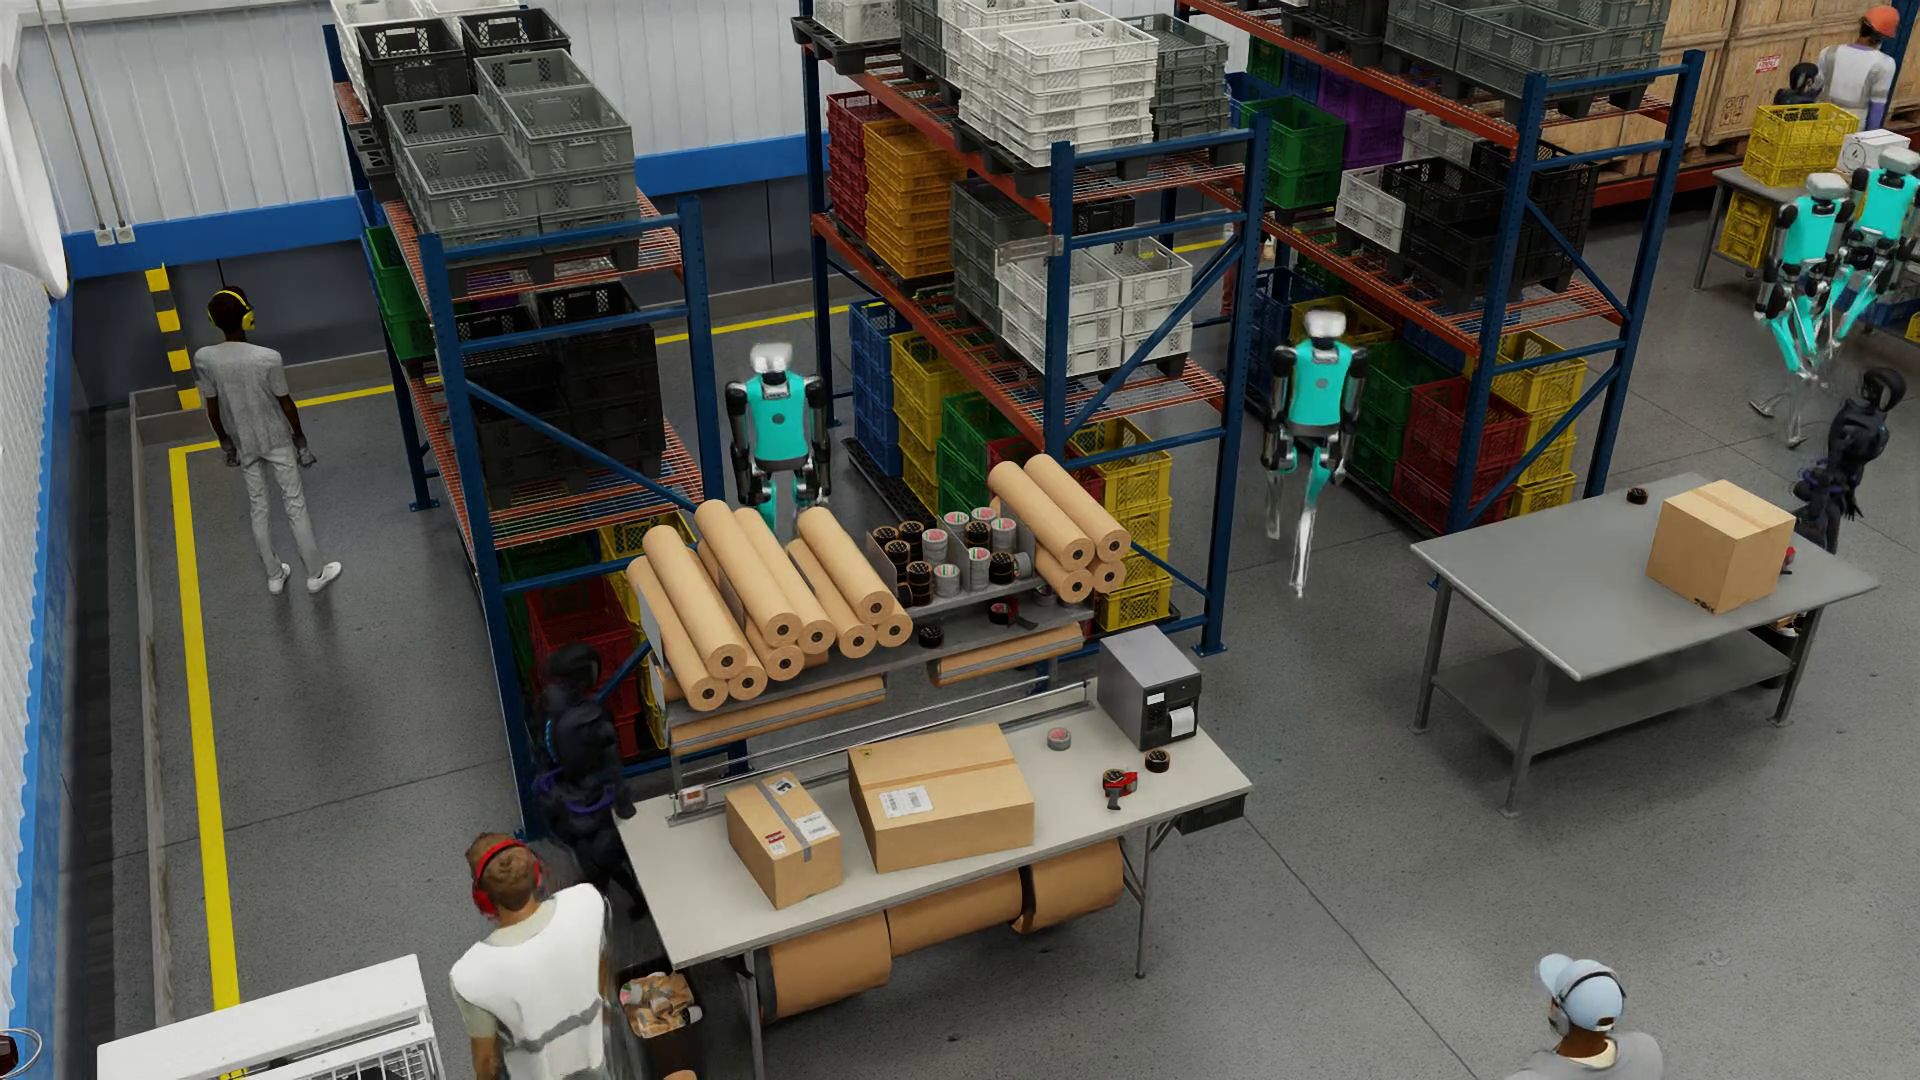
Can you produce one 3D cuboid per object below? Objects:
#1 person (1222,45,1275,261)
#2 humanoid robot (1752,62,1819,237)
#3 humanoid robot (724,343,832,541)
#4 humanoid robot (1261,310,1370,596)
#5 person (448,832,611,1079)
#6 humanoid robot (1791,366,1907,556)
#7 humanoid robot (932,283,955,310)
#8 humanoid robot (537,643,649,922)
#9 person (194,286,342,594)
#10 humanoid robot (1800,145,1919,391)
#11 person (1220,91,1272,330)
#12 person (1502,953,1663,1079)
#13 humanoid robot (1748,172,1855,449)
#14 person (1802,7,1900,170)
[{"bbox_3d":[2.446,-3.182,13.653,0.619,1.835,0.431,4,32,6],"label":"person"},{"bbox_3d":[6.763,-3.145,13.763,0.761,1.621,0.589,-10,33,-15],"label":"humanoid robot"},{"bbox_3d":[-0.978,-0.333,9.119,0.544,1.771,0.903,-5,32,-8],"label":"humanoid robot"},{"bbox_3d":[1.957,-0.613,9.607,0.530,1.781,0.989,1,32,1],"label":"humanoid robot"},{"bbox_3d":[-1.383,1.748,5.648,0.557,1.817,0.765,-23,38,-32],"label":"person"},{"bbox_3d":[4.631,-0.223,8.995,0.611,1.628,0.494,-27,41,-36],"label":"humanoid robot"},{"bbox_3d":[-0.032,-2.021,11.879,0.936,1.755,0.568,-18,36,-26],"label":"humanoid robot"},{"bbox_3d":[-1.504,1.113,6.864,0.615,1.620,0.790,26,40,35],"label":"humanoid robot"},{"bbox_3d":[-3.894,-0.540,9.321,0.505,1.871,0.329,0,32,0],"label":"person"},{"bbox_3d":[6.152,-1.768,11.503,0.725,1.830,0.549,-26,40,-36],"label":"humanoid robot"},{"bbox_3d":[2.168,-2.464,12.402,0.373,1.915,0.595,-4,32,-7],"label":"person"},{"bbox_3d":[1.805,2.004,5.206,0.599,1.850,0.386,-13,34,-20],"label":"person"},{"bbox_3d":[5.639,-1.441,10.961,0.535,1.835,0.869,-7,32,-10],"label":"humanoid robot"},{"bbox_3d":[7.400,-3.483,13.987,0.617,1.997,0.705,20,37,29],"label":"person"}]
